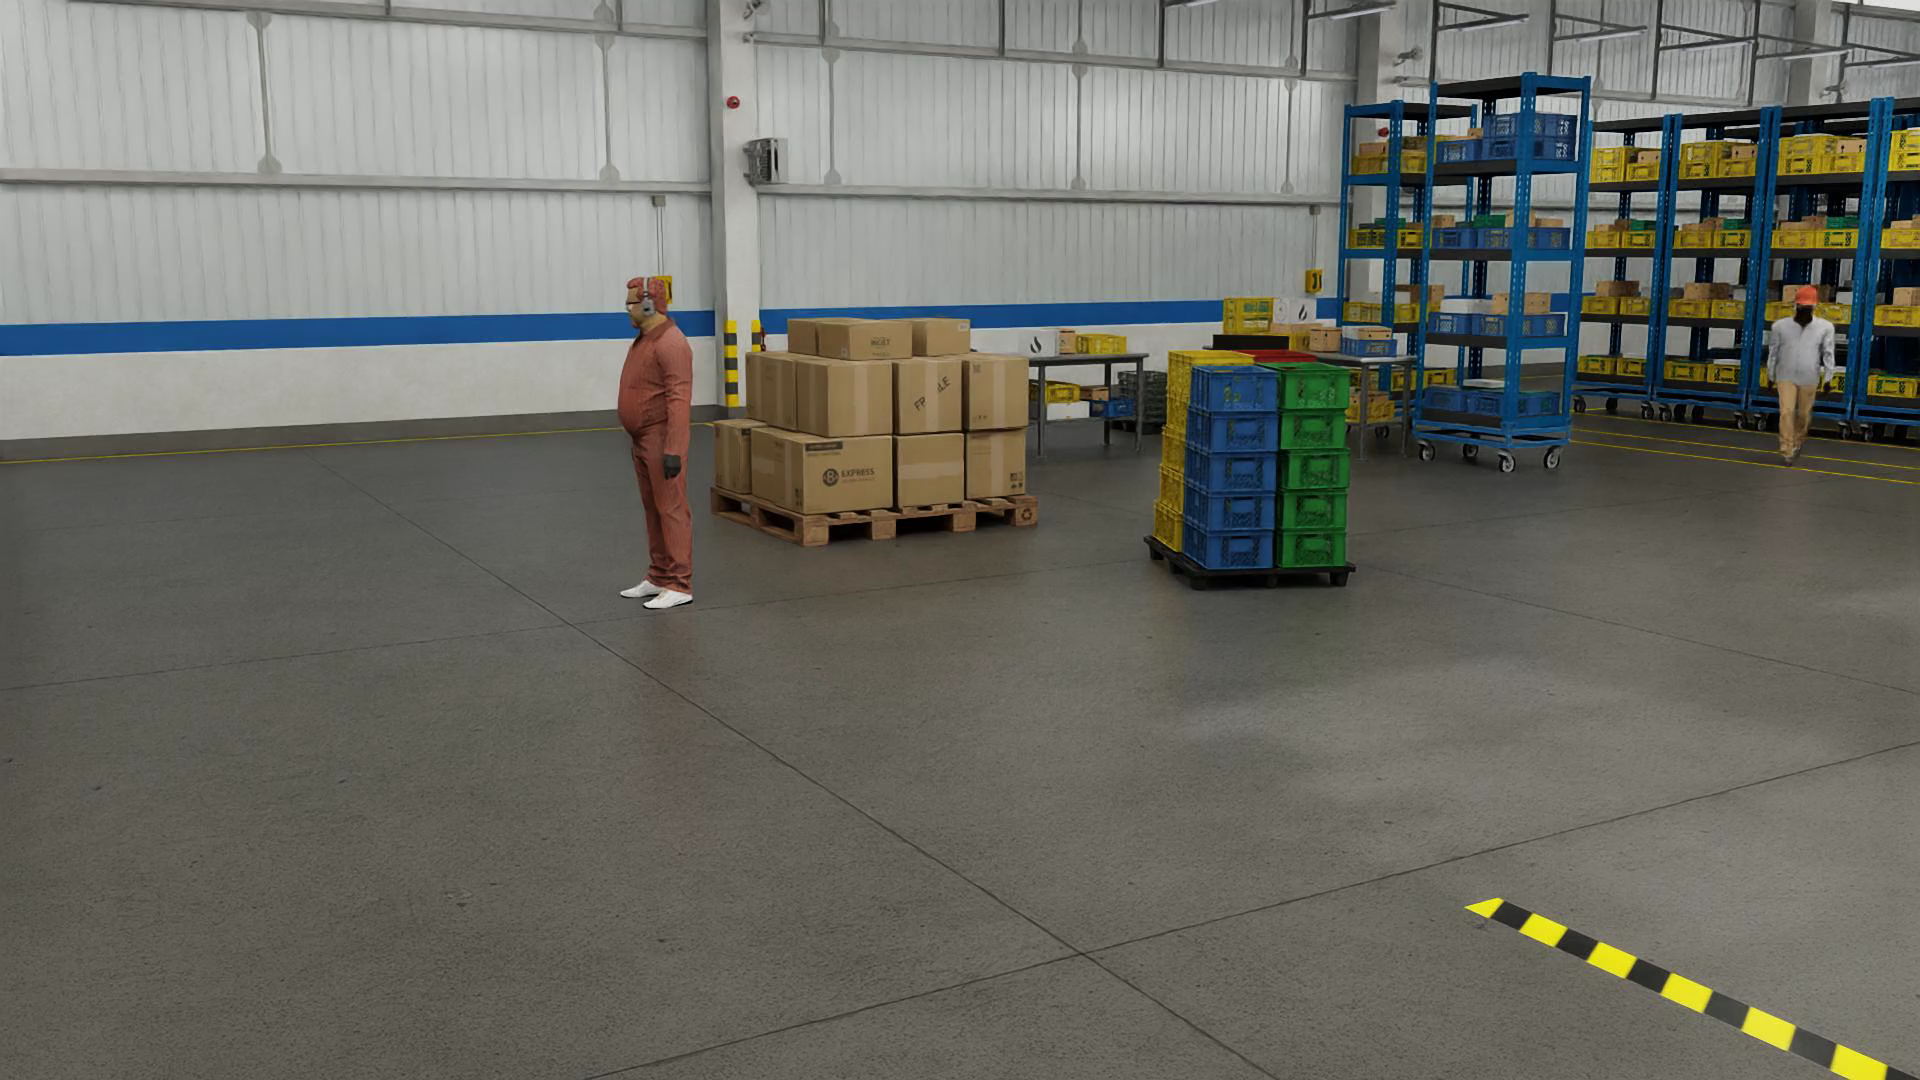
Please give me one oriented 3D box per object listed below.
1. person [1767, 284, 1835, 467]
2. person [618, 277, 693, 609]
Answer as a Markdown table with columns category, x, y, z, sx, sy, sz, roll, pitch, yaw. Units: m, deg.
| category | x | y | z | sx | sy | sz | roll | pitch | yaw |
| --- | --- | --- | --- | --- | --- | --- | --- | --- | --- |
| person | 8.040 | -1.587 | 15.933 | 0.573 | 1.726 | 0.748 | 5 | 11 | 24 |
| person | -1.767 | -0.557 | 9.602 | 0.401 | 1.904 | 0.640 | -5 | 11 | -28 |
